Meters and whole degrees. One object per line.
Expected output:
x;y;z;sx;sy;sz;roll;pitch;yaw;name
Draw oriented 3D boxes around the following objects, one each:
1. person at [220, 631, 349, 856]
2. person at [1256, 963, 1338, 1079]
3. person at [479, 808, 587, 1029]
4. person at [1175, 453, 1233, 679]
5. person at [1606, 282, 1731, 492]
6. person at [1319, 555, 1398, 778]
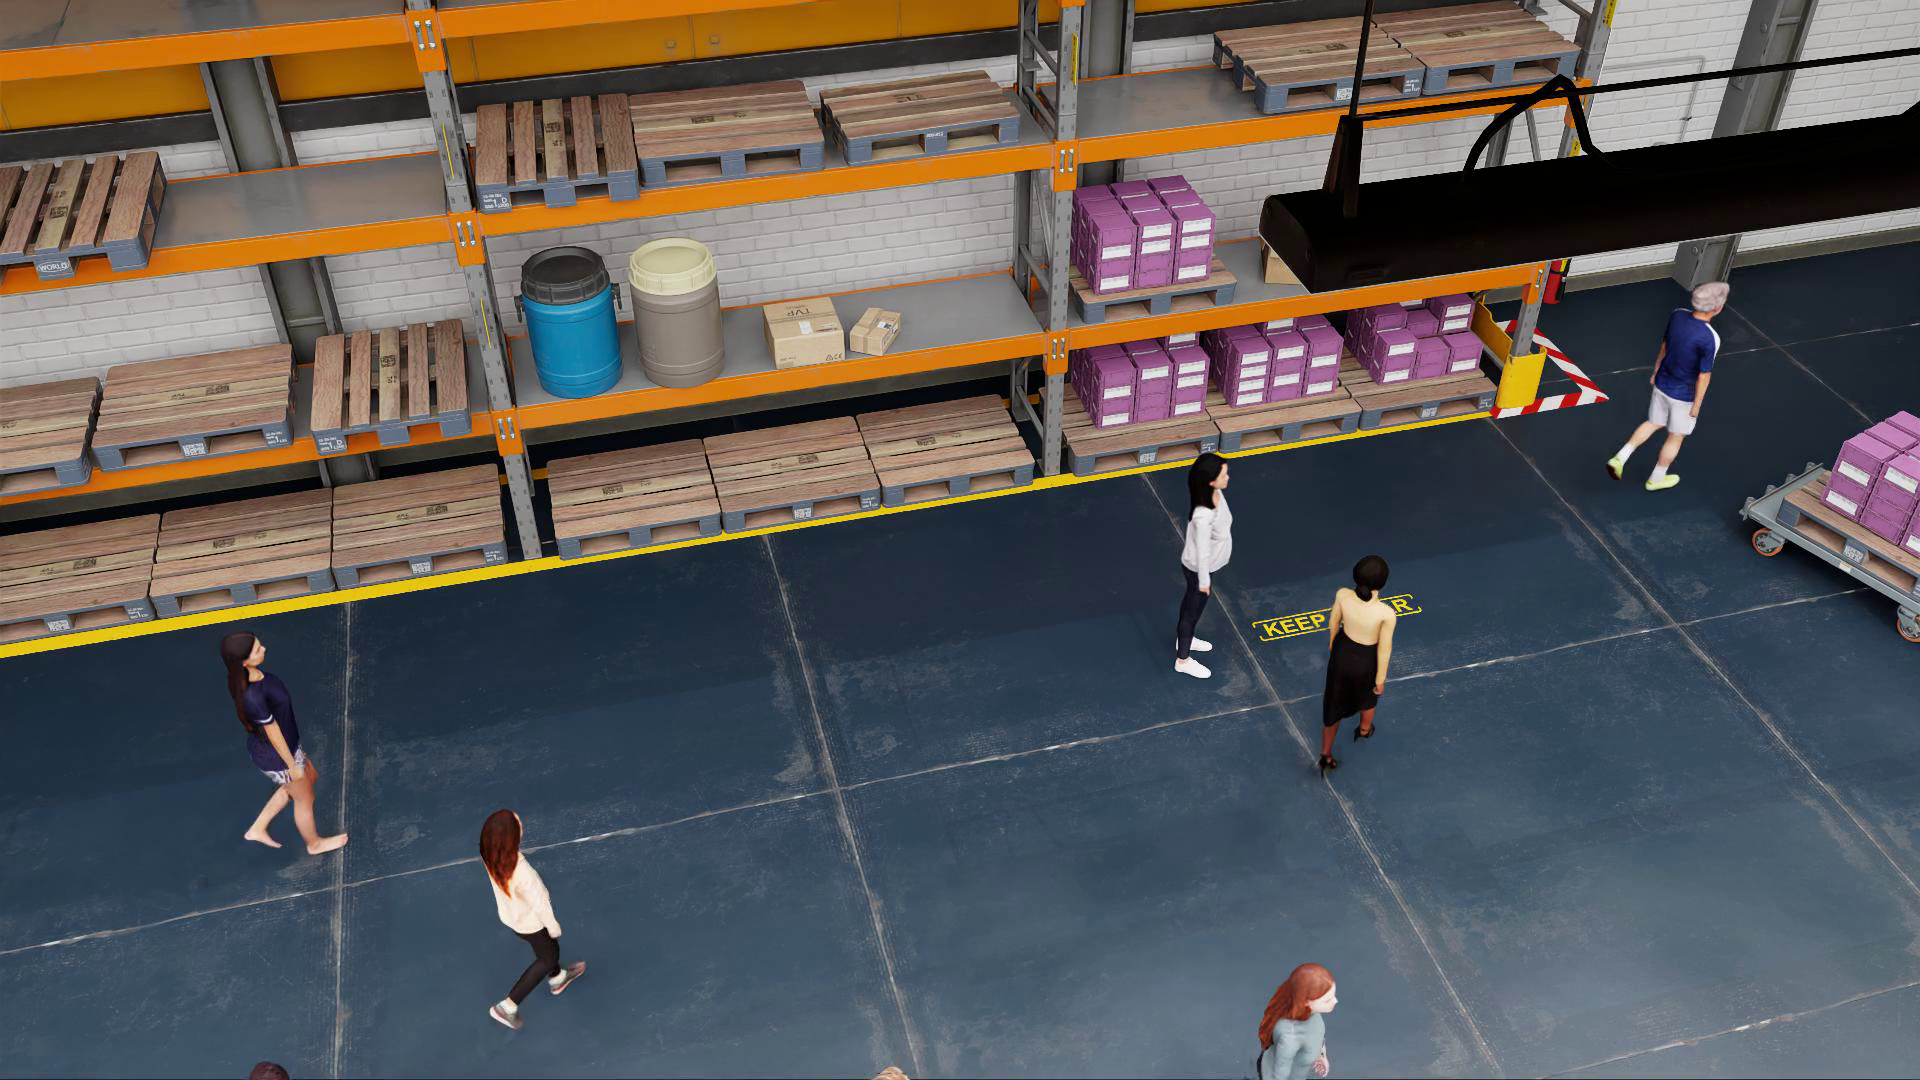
-3.960;1.230;9.460;0.822;1.754;0.678;-19;42;-23;person
1.446;2.532;7.850;0.872;1.728;0.780;11;40;13;person
-2.309;1.995;8.730;0.932;1.469;0.787;-30;48;-32;person
1.570;0.140;10.869;0.698;1.700;0.698;7;39;9;person
5.253;-1.103;12.328;0.938;1.821;0.725;-15;41;-18;person
2.350;0.810;10.081;0.867;1.636;0.952;25;45;28;person
